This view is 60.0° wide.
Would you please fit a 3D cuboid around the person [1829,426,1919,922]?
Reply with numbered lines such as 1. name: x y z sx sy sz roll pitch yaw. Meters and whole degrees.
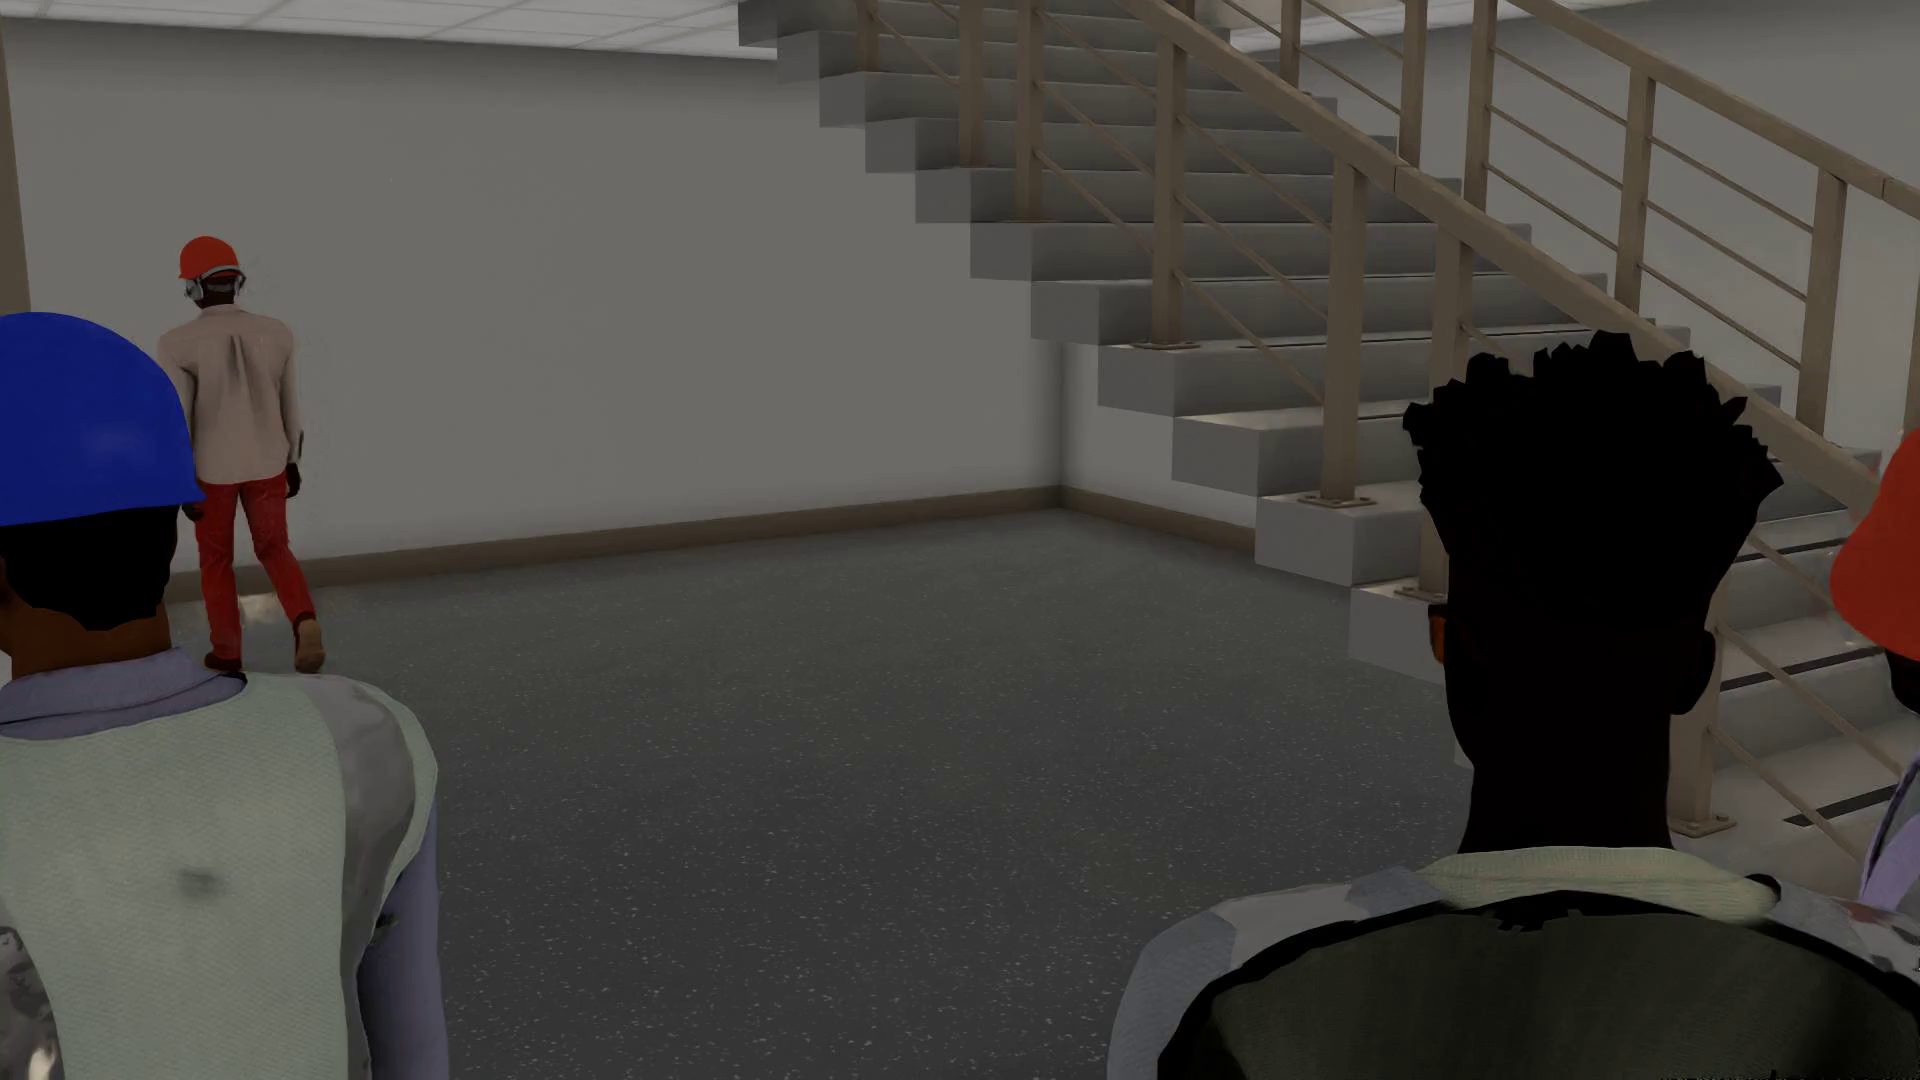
1. person: 1.057 0.778 1.705 0.449 1.887 0.602 6 12 30

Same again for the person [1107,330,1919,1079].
1. person: 0.386 0.835 1.199 0.613 1.952 0.386 -1 11 -4

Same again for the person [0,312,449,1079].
1. person: -0.746 0.767 1.559 0.396 1.944 0.615 8 13 35

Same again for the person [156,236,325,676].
1. person: -3.127 -0.329 7.257 0.618 1.971 0.740 -10 15 -43
